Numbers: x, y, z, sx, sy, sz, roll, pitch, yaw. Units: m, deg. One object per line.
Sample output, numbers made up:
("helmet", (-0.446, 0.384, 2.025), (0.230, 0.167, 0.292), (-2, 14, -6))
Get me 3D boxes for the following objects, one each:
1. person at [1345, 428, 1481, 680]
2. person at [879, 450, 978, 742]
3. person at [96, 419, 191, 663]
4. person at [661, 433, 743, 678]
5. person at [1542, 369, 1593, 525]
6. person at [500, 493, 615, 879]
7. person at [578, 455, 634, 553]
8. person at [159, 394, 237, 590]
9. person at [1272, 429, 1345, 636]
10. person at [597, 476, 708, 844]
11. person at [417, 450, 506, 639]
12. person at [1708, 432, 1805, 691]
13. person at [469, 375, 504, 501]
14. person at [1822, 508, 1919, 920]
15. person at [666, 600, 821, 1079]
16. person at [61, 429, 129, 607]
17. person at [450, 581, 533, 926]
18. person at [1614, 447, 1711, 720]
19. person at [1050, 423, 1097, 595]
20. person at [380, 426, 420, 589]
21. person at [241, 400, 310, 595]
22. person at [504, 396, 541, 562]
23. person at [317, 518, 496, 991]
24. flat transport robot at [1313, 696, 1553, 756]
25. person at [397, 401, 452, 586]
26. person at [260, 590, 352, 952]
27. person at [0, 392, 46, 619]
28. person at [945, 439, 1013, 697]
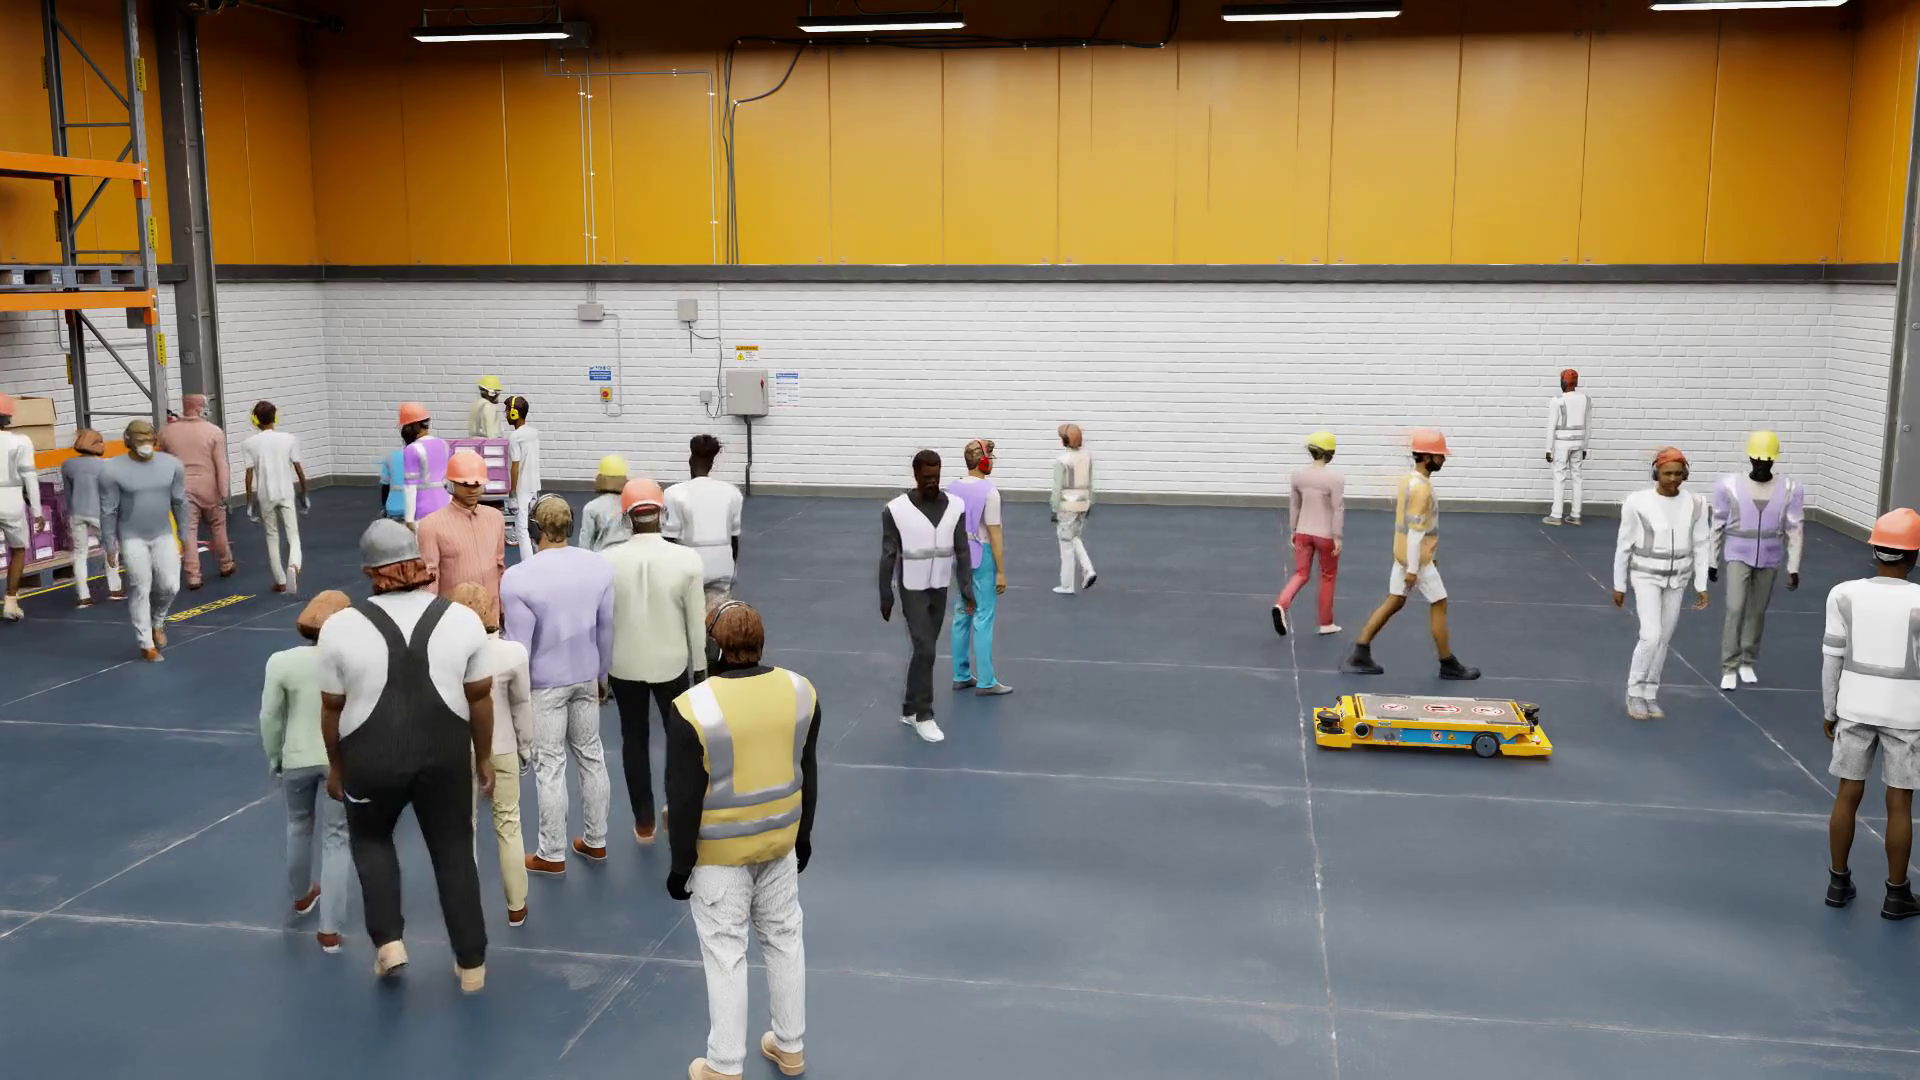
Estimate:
("person", (3.365, 0.108, 12.383), (0.977, 1.900, 0.558), (1, 9, 4))
("person", (-0.179, 0.353, 10.853), (0.581, 1.884, 0.746), (-6, 11, -35))
("person", (-6.339, 0.001, 12.950), (0.680, 1.916, 0.519), (-9, 13, -43))
("person", (-1.808, 0.228, 11.517), (0.640, 1.930, 0.526), (-6, 11, -32))
("person", (7.296, -1.113, 19.979), (0.578, 1.879, 0.344), (-2, 9, -11))
("person", (-2.018, 0.729, 8.360), (0.373, 1.940, 0.628), (9, 12, 43))
("person", (-2.546, 0.225, 12.228), (0.502, 1.691, 0.900), (-7, 12, -38))
("person", (-7.363, -0.485, 16.153), (0.647, 1.849, 0.978), (-1, 9, -9))
("person", (2.914, -0.044, 13.767), (0.706, 1.744, 0.524), (-8, 12, -43))
("person", (-1.616, 0.657, 8.701), (0.607, 1.970, 0.557), (-1, 9, -8))
("person", (-2.920, 0.453, 9.907), (0.395, 1.990, 0.619), (6, 11, 35))
("person", (5.780, 0.155, 12.080), (0.595, 1.886, 0.788), (2, 9, 14))
("person", (-5.684, -1.070, 19.956), (0.478, 1.814, 0.599), (-6, 11, -33))
("person", (4.355, 0.812, 7.844), (0.361, 1.940, 0.543), (-9, 13, -44))
("person", (-0.815, 1.131, 6.168), (0.632, 1.842, 0.429), (-7, 12, -39))
("person", (-7.915, -0.212, 15.207), (0.514, 1.606, 0.635), (0, 9, -2))
("person", (-2.211, 0.997, 7.641), (0.498, 1.633, 0.285), (-4, 10, -26))
("person", (4.748, 0.306, 11.241), (0.568, 1.858, 0.515), (-1, 9, -3))
("person", (1.036, -0.287, 15.601), (0.364, 1.626, 0.534), (9, 13, 44))
("person", (-5.030, -0.268, 15.372), (0.537, 1.663, 0.699), (3, 10, 17))
("person", (-6.363, -0.373, 15.504), (0.556, 1.846, 0.712), (-5, 10, -26))
("person", (-4.181, -0.449, 15.920), (0.317, 1.860, 0.509), (2, 9, 11))
("person", (-2.320, 0.894, 7.020), (0.697, 2.000, 0.567), (-4, 10, -26))
("flat transport robot", (3.023, 1.179, 10.728), (1.431, 0.197, 0.652), (2, 9, 10))
("person", (-4.670, -0.258, 14.549), (0.402, 1.925, 0.557), (4, 10, 24))
("person", (-2.909, 1.022, 7.626), (0.524, 1.586, 0.746), (-2, 9, -12))
("person", (-8.250, -0.252, 14.221), (0.776, 2.002, 0.729), (-3, 10, -19))
("person", (0.106, 0.200, 11.938), (0.388, 1.843, 0.563), (-7, 12, -39))
